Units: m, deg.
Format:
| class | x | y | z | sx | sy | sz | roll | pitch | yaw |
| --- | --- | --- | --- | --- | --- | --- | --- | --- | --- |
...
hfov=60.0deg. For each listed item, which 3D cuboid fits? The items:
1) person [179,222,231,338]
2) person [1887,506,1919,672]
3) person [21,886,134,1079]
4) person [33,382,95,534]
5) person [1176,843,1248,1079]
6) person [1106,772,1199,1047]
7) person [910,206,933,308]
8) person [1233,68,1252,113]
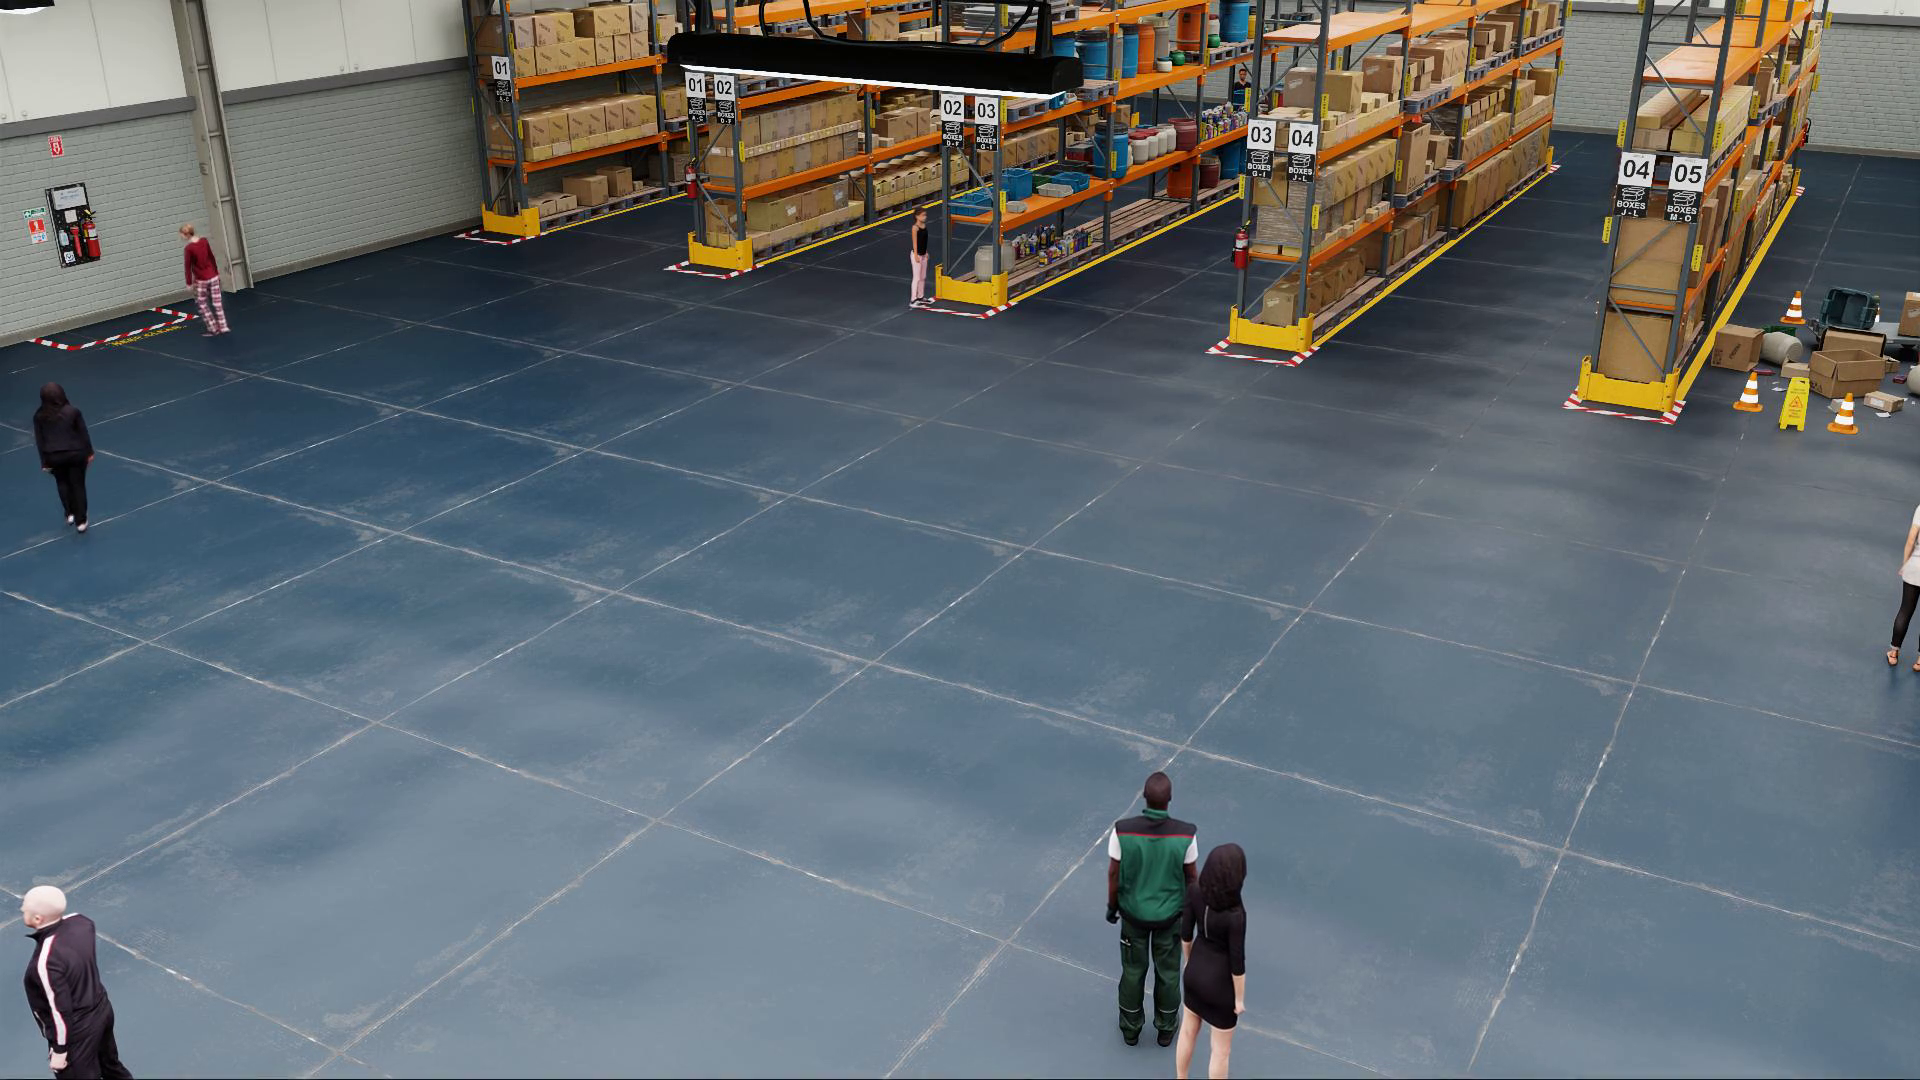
| class | x | y | z | sx | sy | sz | roll | pitch | yaw |
| --- | --- | --- | --- | --- | --- | --- | --- | --- | --- |
| person | -11.023 | -3.844 | 24.385 | 0.752 | 1.680 | 0.480 | 18 | 29 | 36 |
| person | 8.462 | 0.273 | 14.518 | 0.651 | 1.826 | 0.588 | 19 | 30 | 37 |
| person | -4.724 | 2.635 | 8.950 | 0.827 | 1.837 | 0.725 | -2 | 23 | -5 |
| person | -9.373 | -0.841 | 17.429 | 0.833 | 1.598 | 0.892 | -9 | 25 | -20 |
| person | 1.407 | 2.496 | 9.320 | 0.638 | 1.804 | 0.658 | -16 | 28 | -33 |
| person | 1.143 | 2.210 | 9.949 | 0.771 | 1.838 | 0.744 | 2 | 23 | 5 |
| person | -0.634 | -4.425 | 25.902 | 0.567 | 1.563 | 0.449 | 11 | 25 | 24 |
| person | 6.526 | -10.019 | 38.679 | 0.718 | 1.859 | 0.704 | 0 | 23 | 0 |
